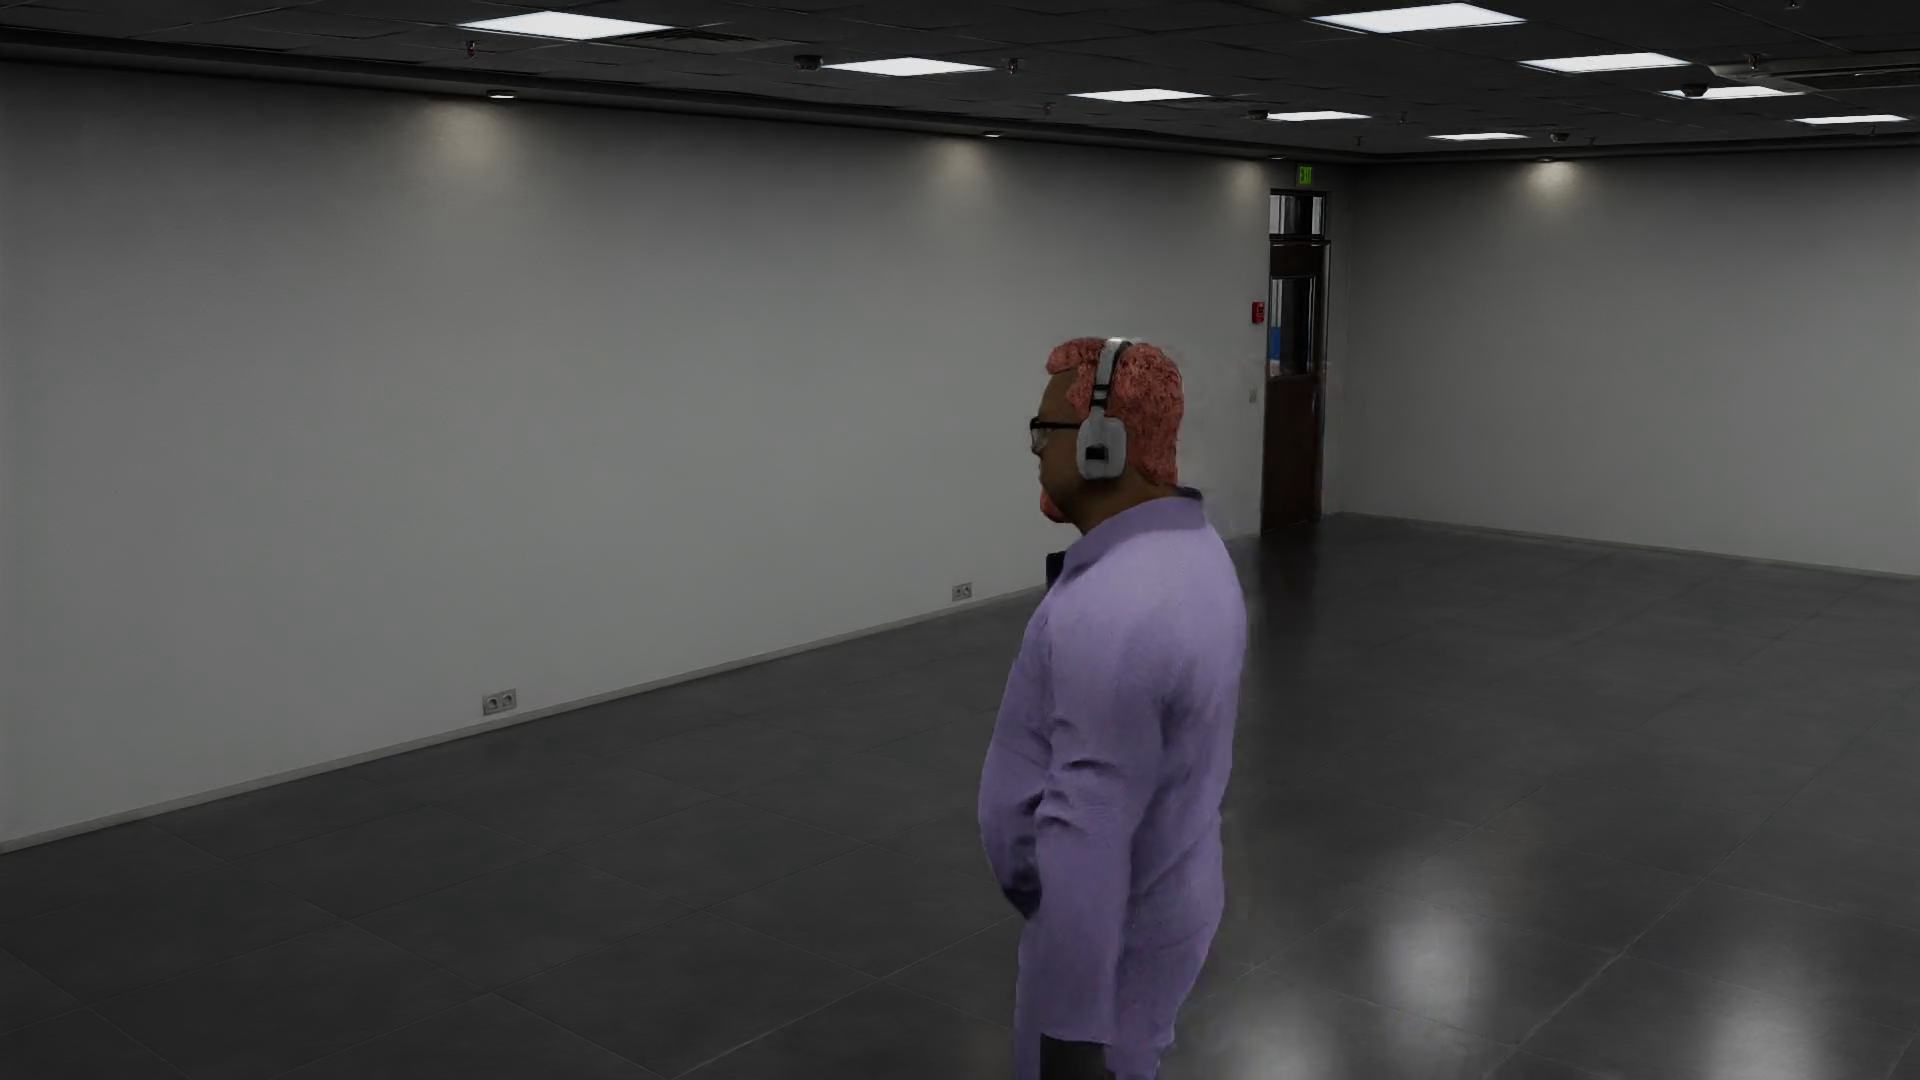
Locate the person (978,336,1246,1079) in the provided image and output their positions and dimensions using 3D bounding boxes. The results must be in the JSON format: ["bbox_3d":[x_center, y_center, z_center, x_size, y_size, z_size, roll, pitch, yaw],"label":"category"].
[{"bbox_3d":[0.299,0.622,2.646,0.687,1.882,0.654,3,10,16],"label":"person"}]
